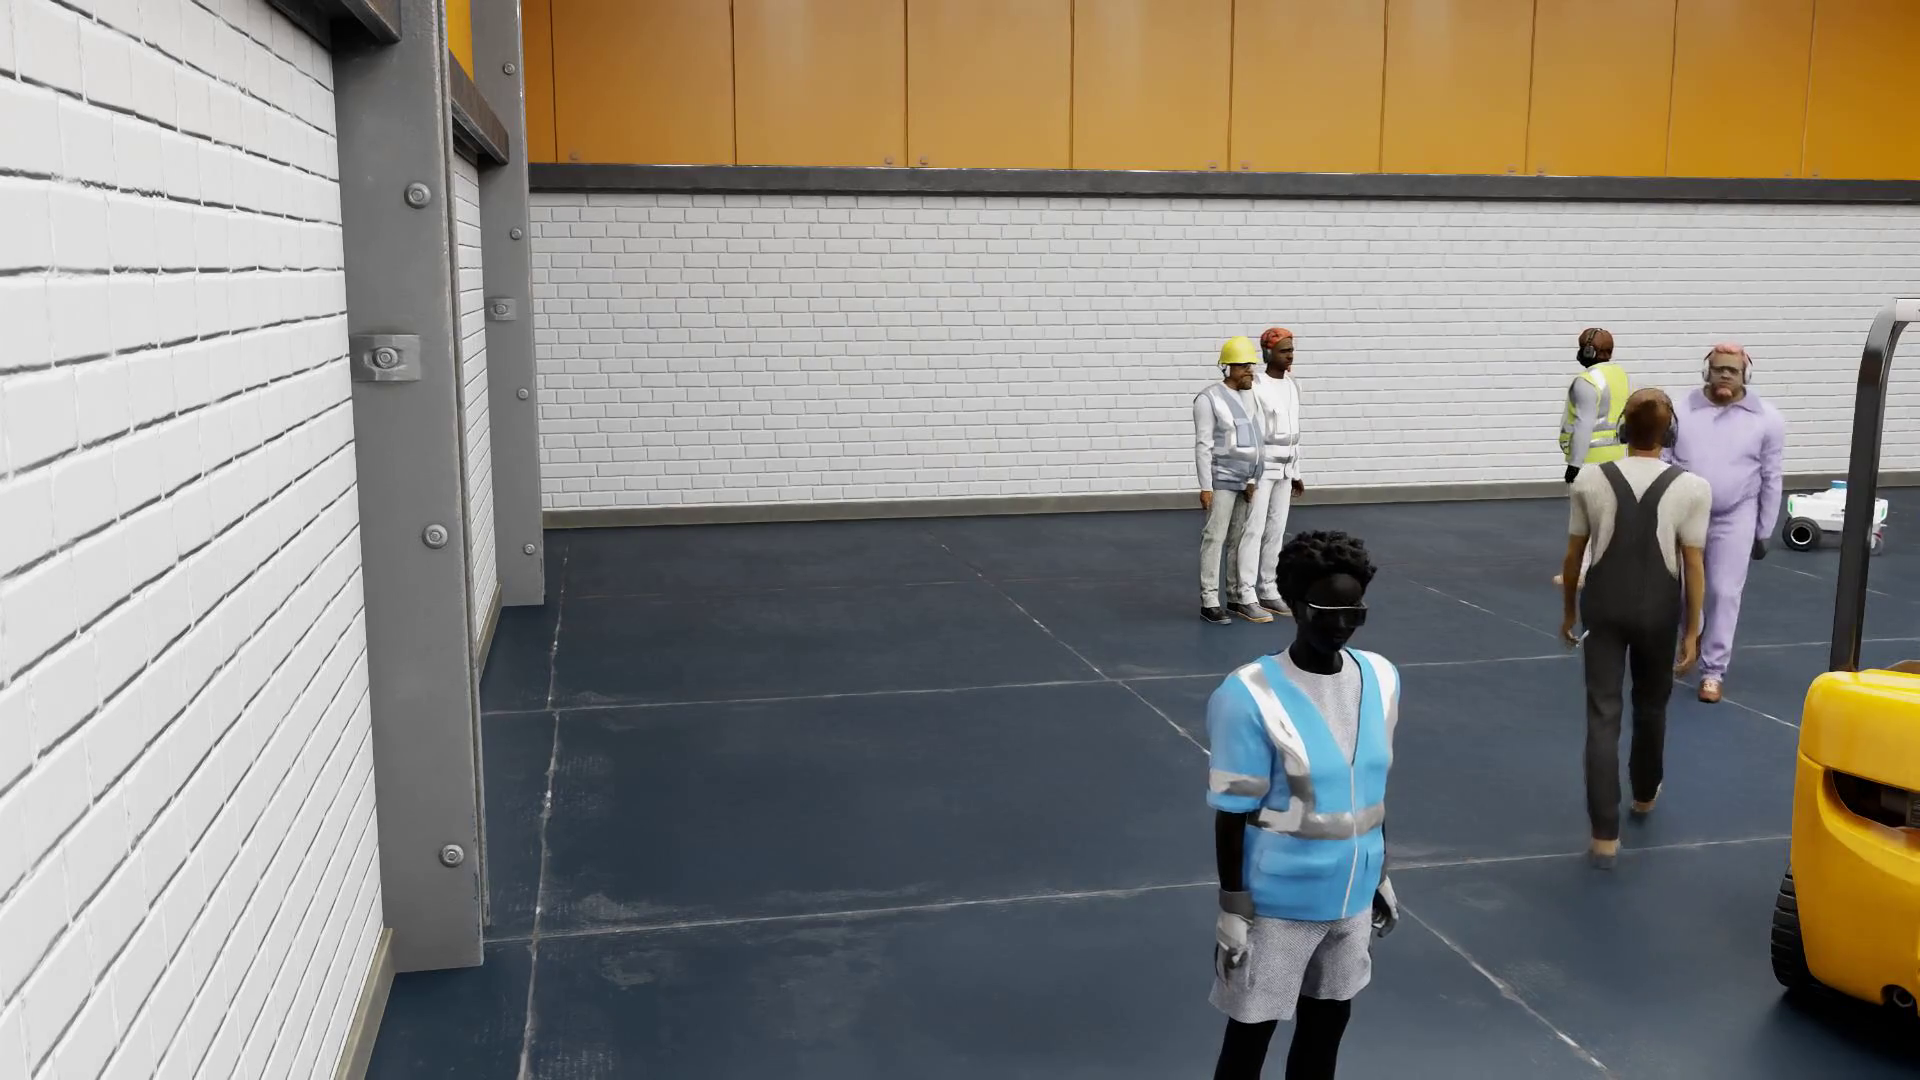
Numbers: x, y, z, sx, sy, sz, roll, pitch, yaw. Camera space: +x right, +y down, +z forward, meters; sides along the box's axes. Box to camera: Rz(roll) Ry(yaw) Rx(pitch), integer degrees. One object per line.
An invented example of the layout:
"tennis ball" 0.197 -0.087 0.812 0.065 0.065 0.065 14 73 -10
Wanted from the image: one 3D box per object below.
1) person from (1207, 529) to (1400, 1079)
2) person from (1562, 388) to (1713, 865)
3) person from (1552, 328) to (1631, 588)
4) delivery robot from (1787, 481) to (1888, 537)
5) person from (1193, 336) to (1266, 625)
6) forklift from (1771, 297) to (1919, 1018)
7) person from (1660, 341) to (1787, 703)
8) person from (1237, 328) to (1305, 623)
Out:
"person" 0.787 0.810 3.796 0.539 1.691 0.318 -5 11 -30
"person" 2.638 0.304 6.536 0.532 1.795 0.948 4 10 25
"person" 4.477 -0.581 11.823 0.620 1.845 0.430 -9 13 -43
"delivery robot" 7.024 -0.231 13.317 0.707 0.478 0.477 5 11 28
"person" 1.756 -0.383 10.643 0.589 1.834 0.403 -7 12 -36
"forklift" 3.542 0.334 5.177 2.313 2.155 1.214 -9 13 -43
"person" 4.011 -0.119 8.860 0.656 1.888 0.672 6 11 32
"person" 2.002 -0.419 10.712 0.572 1.883 0.353 -8 12 -41
